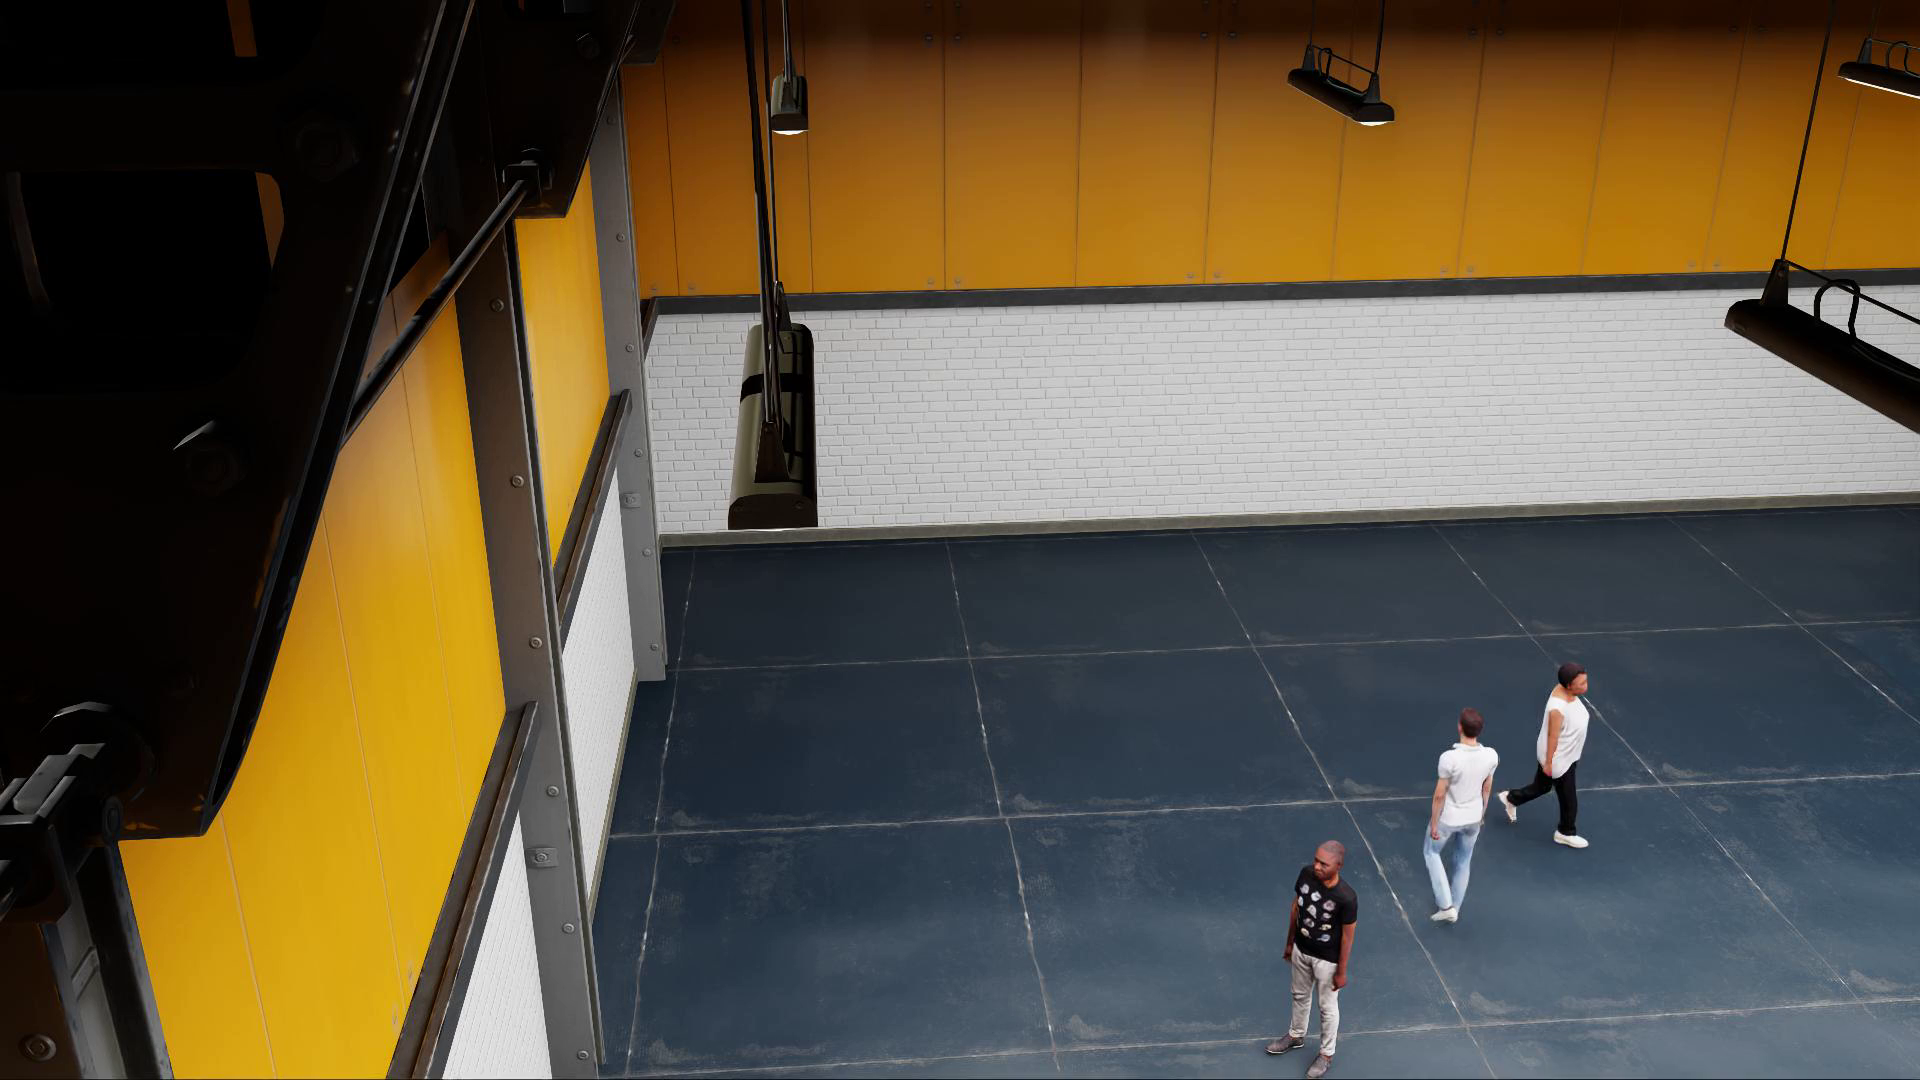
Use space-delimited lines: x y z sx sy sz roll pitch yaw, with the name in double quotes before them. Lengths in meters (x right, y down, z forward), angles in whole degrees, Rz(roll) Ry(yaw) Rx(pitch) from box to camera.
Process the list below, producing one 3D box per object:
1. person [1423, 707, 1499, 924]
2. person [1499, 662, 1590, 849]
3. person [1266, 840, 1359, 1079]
"person" 3.865 2.183 12.758 0.676 1.842 0.759 -4 24 -9
"person" 4.969 1.764 13.938 1.016 1.664 1.059 11 26 23
"person" 2.456 2.816 11.354 0.824 1.805 0.730 -18 29 -36
